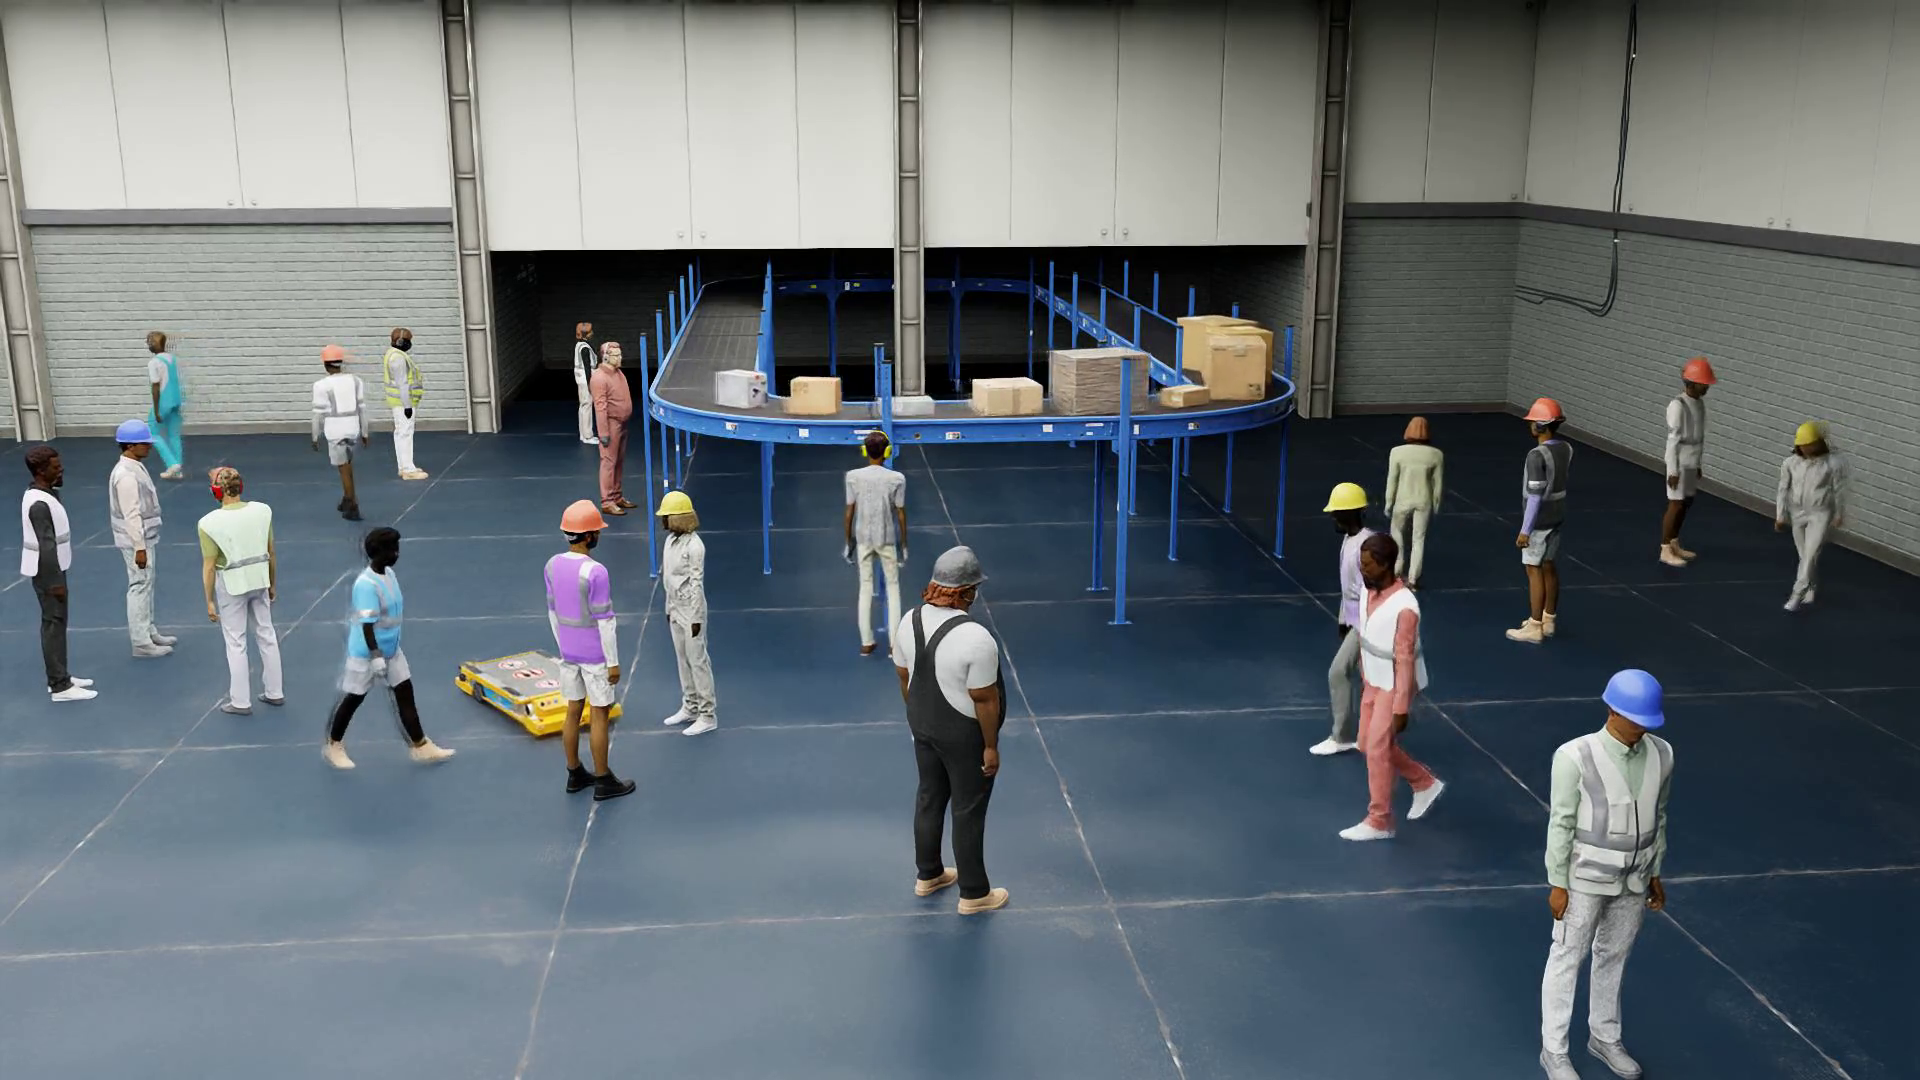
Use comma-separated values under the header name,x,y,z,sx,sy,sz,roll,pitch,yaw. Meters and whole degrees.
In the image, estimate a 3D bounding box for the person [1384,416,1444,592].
name,x,y,z,sx,sy,sz,roll,pitch,yaw
person,4.183,-0.341,15.367,0.531,1.612,0.529,1,14,5

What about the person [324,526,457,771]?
name,x,y,z,sx,sy,sz,roll,pitch,yaw
person,-3.891,0.728,11.042,0.861,1.643,0.610,2,14,7

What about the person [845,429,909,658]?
name,x,y,z,sx,sy,sz,roll,pitch,yaw
person,-0.673,0.031,13.419,0.530,1.858,0.336,2,14,7

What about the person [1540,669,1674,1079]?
name,x,y,z,sx,sy,sz,roll,pitch,yaw
person,2.874,1.490,7.394,0.602,1.943,0.394,-4,15,-17

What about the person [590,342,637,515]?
name,x,y,z,sx,sy,sz,roll,pitch,yaw
person,-3.814,-1.241,18.393,0.406,1.906,0.654,2,14,9

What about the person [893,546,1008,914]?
name,x,y,z,sx,sy,sz,roll,pitch,yaw
person,0.002,1.015,9.094,0.539,2.000,0.688,-13,19,-43

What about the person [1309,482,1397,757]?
name,x,y,z,sx,sy,sz,roll,pitch,yaw
person,2.675,0.546,11.272,0.749,1.884,0.606,1,14,5

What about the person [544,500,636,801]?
name,x,y,z,sx,sy,sz,roll,pitch,yaw
person,-2.362,0.699,10.568,0.543,1.939,0.356,10,17,34

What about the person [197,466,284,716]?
name,x,y,z,sx,sy,sz,roll,pitch,yaw
person,-5.211,0.373,12.084,0.388,1.837,0.561,10,17,34

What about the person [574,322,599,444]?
name,x,y,z,sx,sy,sz,roll,pitch,yaw
person,-5.035,-2.114,22.428,0.306,1.639,0.523,-5,15,-20

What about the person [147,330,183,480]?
name,x,y,z,sx,sy,sz,roll,pitch,yaw
person,-9.610,-1.616,20.060,0.409,1.832,0.509,4,15,15

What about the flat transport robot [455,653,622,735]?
name,x,y,z,sx,sy,sz,roll,pitch,yaw
flat transport robot,-3.149,1.100,12.344,0.652,0.197,1.431,-11,18,-39

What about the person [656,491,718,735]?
name,x,y,z,sx,sy,sz,roll,pitch,yaw
person,-1.953,0.507,11.752,0.316,1.736,0.486,-10,17,-34

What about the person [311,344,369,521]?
name,x,y,z,sx,sy,sz,roll,pitch,yaw
person,-6.803,-1.176,18.114,0.771,1.909,0.566,11,18,38

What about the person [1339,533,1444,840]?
name,x,y,z,sx,sy,sz,roll,pitch,yaw
person,2.620,0.873,9.964,0.601,1.894,0.635,-3,14,-10

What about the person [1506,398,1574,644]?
name,x,y,z,sx,sy,sz,roll,pitch,yaw
person,4.797,-0.162,13.798,0.611,2.042,0.394,-14,19,-43

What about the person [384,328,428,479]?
name,x,y,z,sx,sy,sz,roll,pitch,yaw
person,-6.741,-1.660,20.212,0.429,1.840,0.624,-7,16,-25

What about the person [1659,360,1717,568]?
name,x,y,z,sx,sy,sz,roll,pitch,yaw
person,7.099,-0.747,16.226,0.696,2.023,0.434,-12,19,-41

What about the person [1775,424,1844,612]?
name,x,y,z,sx,sy,sz,roll,pitch,yaw
person,7.489,-0.207,14.701,0.490,1.669,0.890,13,19,43

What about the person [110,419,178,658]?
name,x,y,z,sx,sy,sz,roll,pitch,yaw
person,-6.608,-0.013,13.425,0.411,1.939,0.601,-6,15,-22

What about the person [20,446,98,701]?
name,x,y,z,sx,sy,sz,roll,pitch,yaw
person,-6.785,0.246,12.415,0.394,1.920,0.587,-8,16,-28
